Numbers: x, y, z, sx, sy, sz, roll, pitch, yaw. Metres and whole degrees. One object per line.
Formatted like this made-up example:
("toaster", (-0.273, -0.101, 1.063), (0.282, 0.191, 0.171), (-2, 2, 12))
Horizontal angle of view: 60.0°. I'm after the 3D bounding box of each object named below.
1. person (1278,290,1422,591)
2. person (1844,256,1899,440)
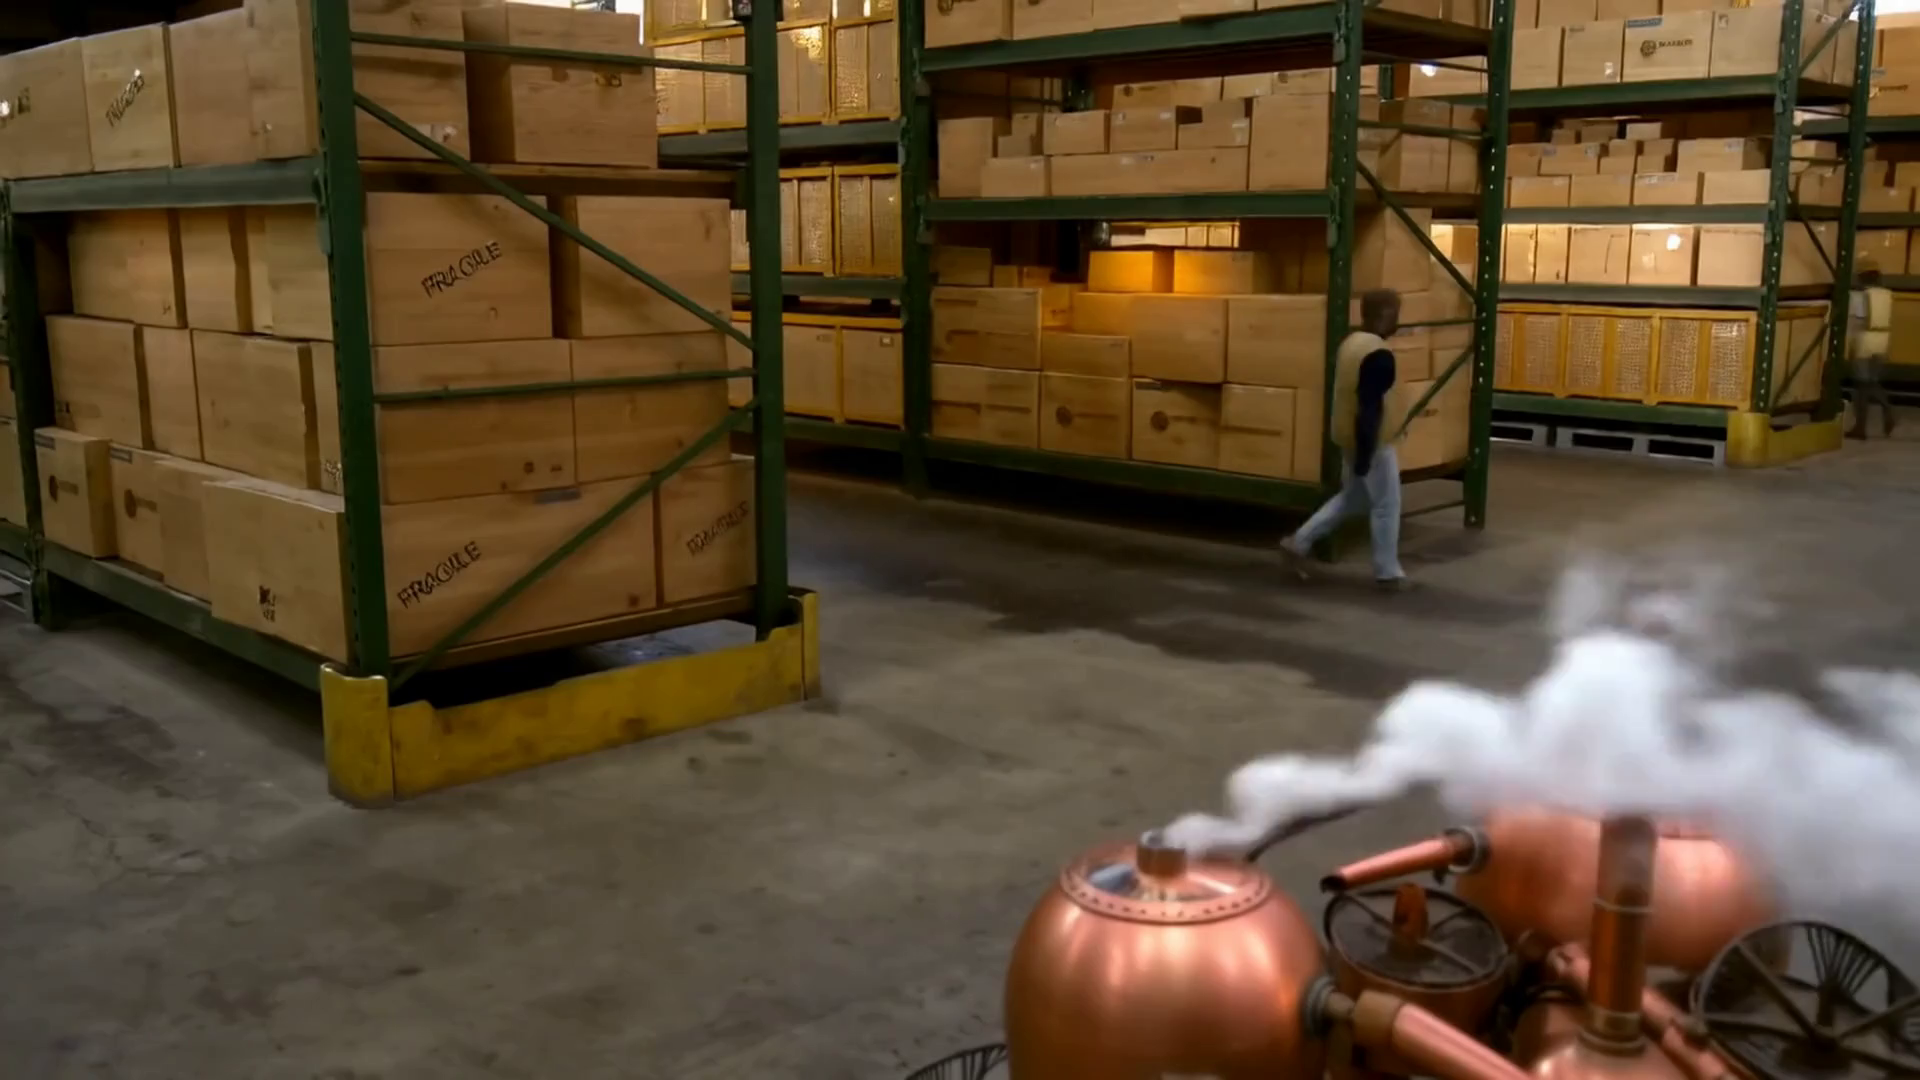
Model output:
("person", (2.376, -0.599, 10.041), (0.745, 1.816, 0.640), (-1, 10, -5))
("person", (9.452, -1.976, 17.262), (0.570, 1.914, 0.516), (-3, 11, -16))
